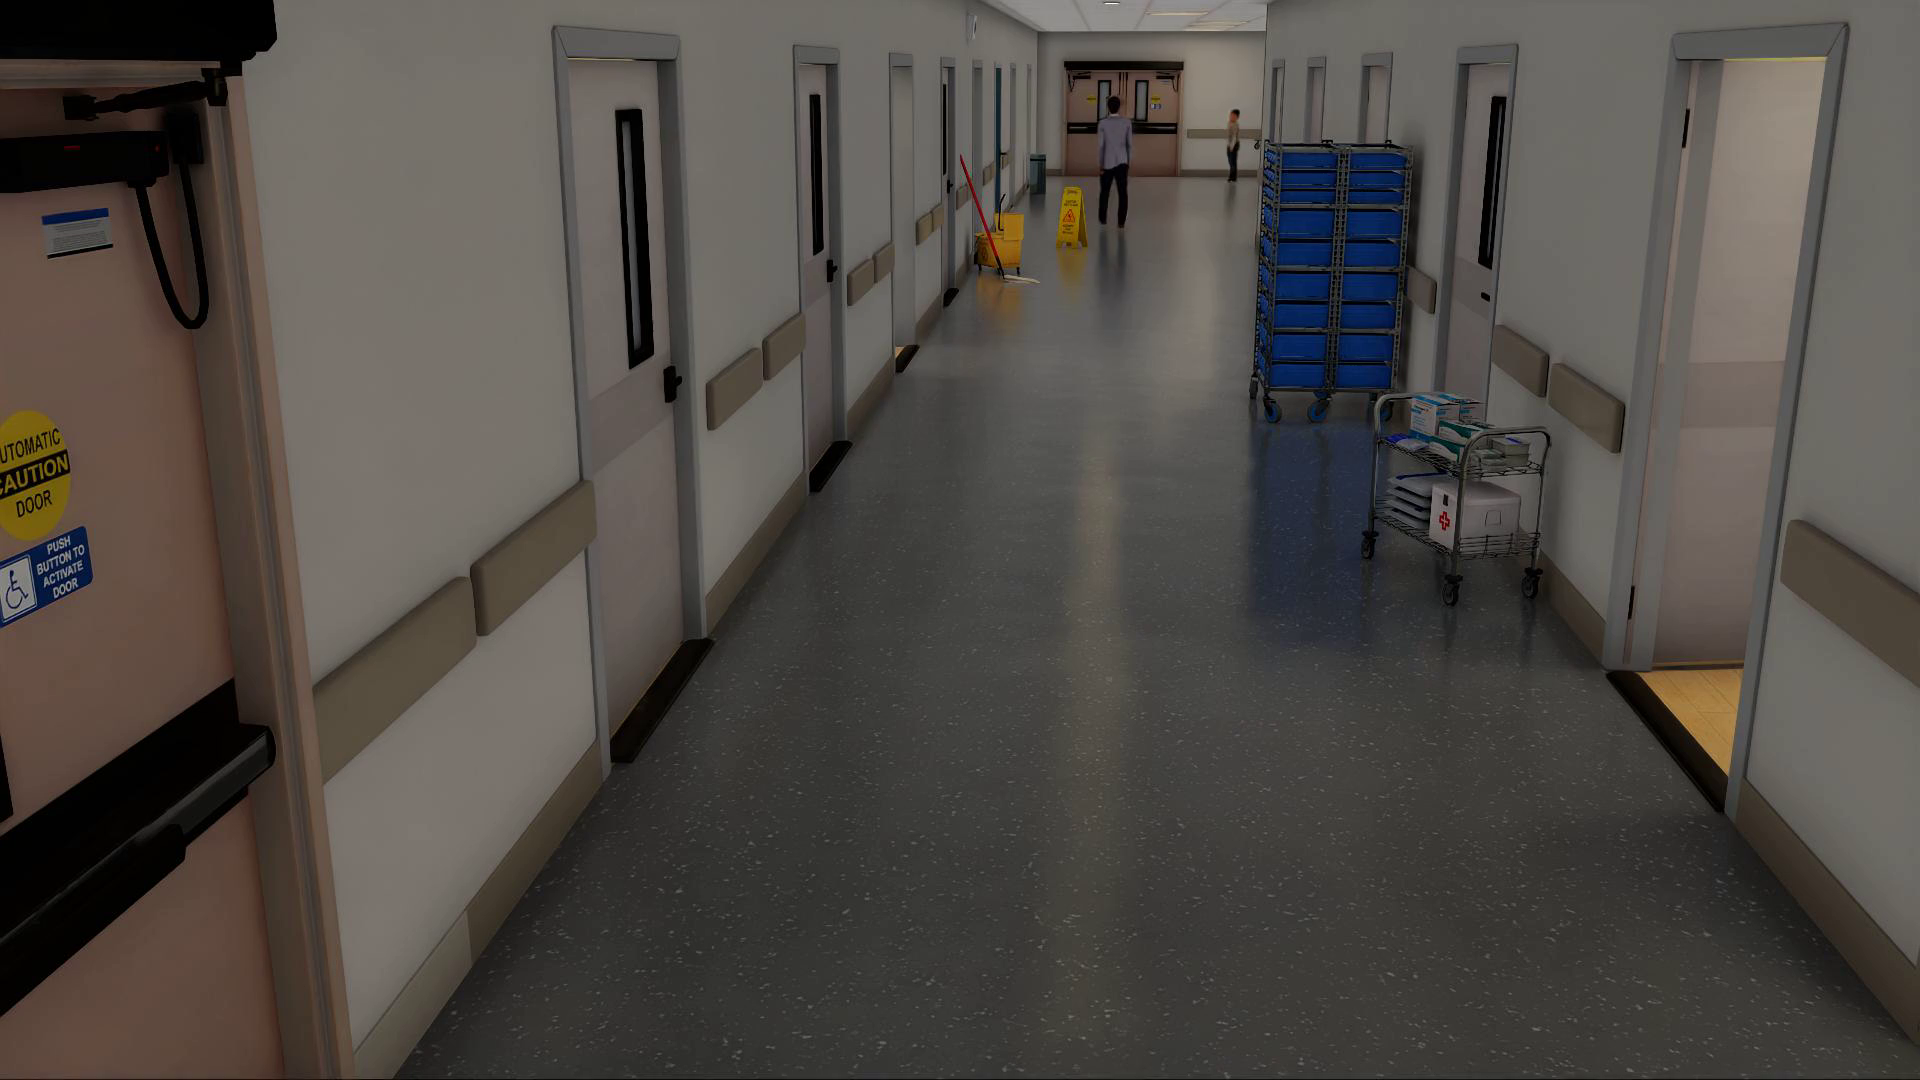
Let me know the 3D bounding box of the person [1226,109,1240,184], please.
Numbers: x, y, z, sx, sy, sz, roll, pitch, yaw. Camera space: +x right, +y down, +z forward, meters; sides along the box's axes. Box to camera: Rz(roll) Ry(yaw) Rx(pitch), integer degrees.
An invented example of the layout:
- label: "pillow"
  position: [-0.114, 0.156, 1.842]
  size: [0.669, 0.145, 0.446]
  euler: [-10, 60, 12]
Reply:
- label: "person"
  position: [5.500, -7.933, 33.515]
  size: [0.829, 1.441, 0.531]
  euler: [0, 16, 1]

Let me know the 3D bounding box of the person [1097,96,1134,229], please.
- label: "person"
  position: [2.195, -5.261, 23.381]
  size: [0.833, 1.799, 1.243]
  euler: [-1, 16, -4]
